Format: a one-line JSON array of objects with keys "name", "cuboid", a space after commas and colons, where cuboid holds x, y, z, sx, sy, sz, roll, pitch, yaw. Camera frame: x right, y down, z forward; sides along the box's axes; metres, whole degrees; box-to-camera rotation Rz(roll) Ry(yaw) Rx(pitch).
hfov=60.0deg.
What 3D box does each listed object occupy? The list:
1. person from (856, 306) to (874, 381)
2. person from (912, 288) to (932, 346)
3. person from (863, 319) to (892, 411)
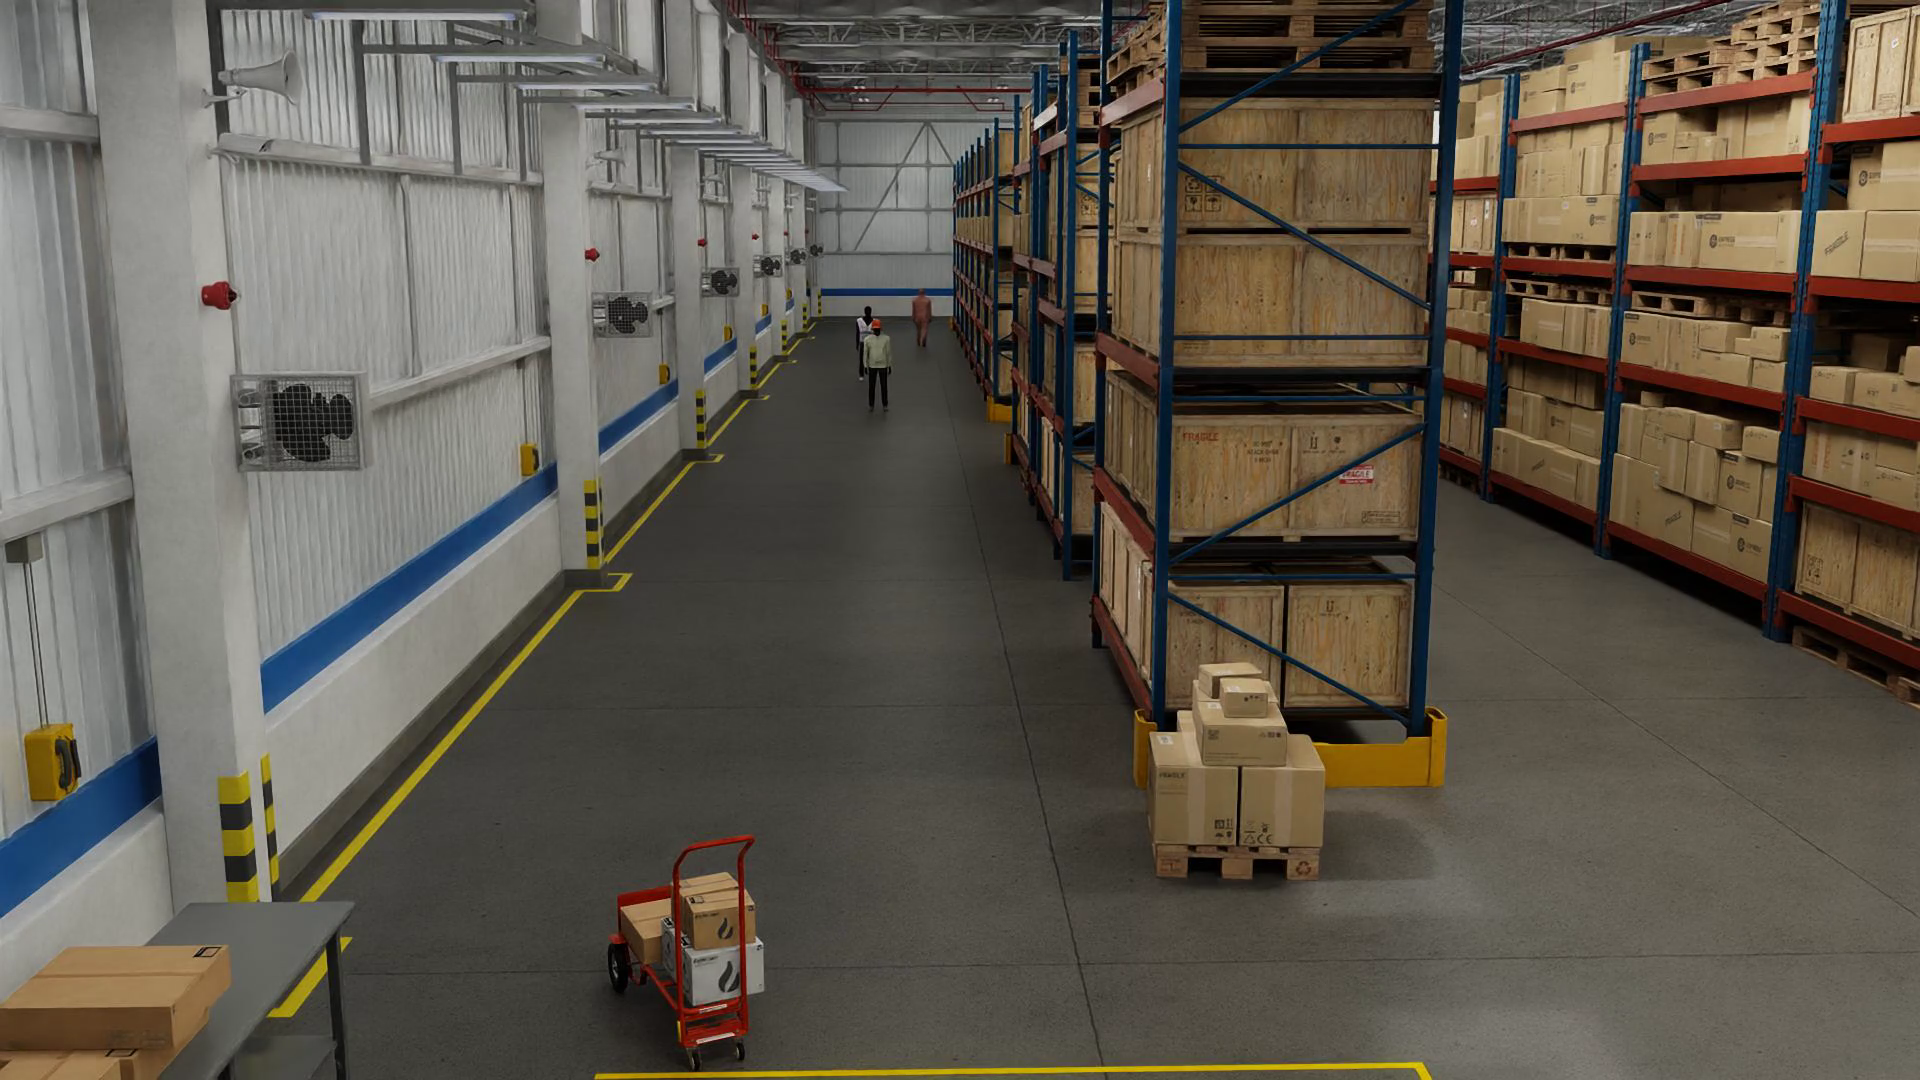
[{"name": "person", "cuboid": [-2.368, -5.030, 42.572, 0.598, 1.907, 0.406, -2, 11, -8]}, {"name": "person", "cuboid": [-1.250, -7.252, 54.190, 0.634, 1.884, 0.842, 1, 11, 3]}, {"name": "person", "cuboid": [-1.768, -3.738, 35.639, 0.617, 1.986, 0.408, -1, 11, -5]}]
